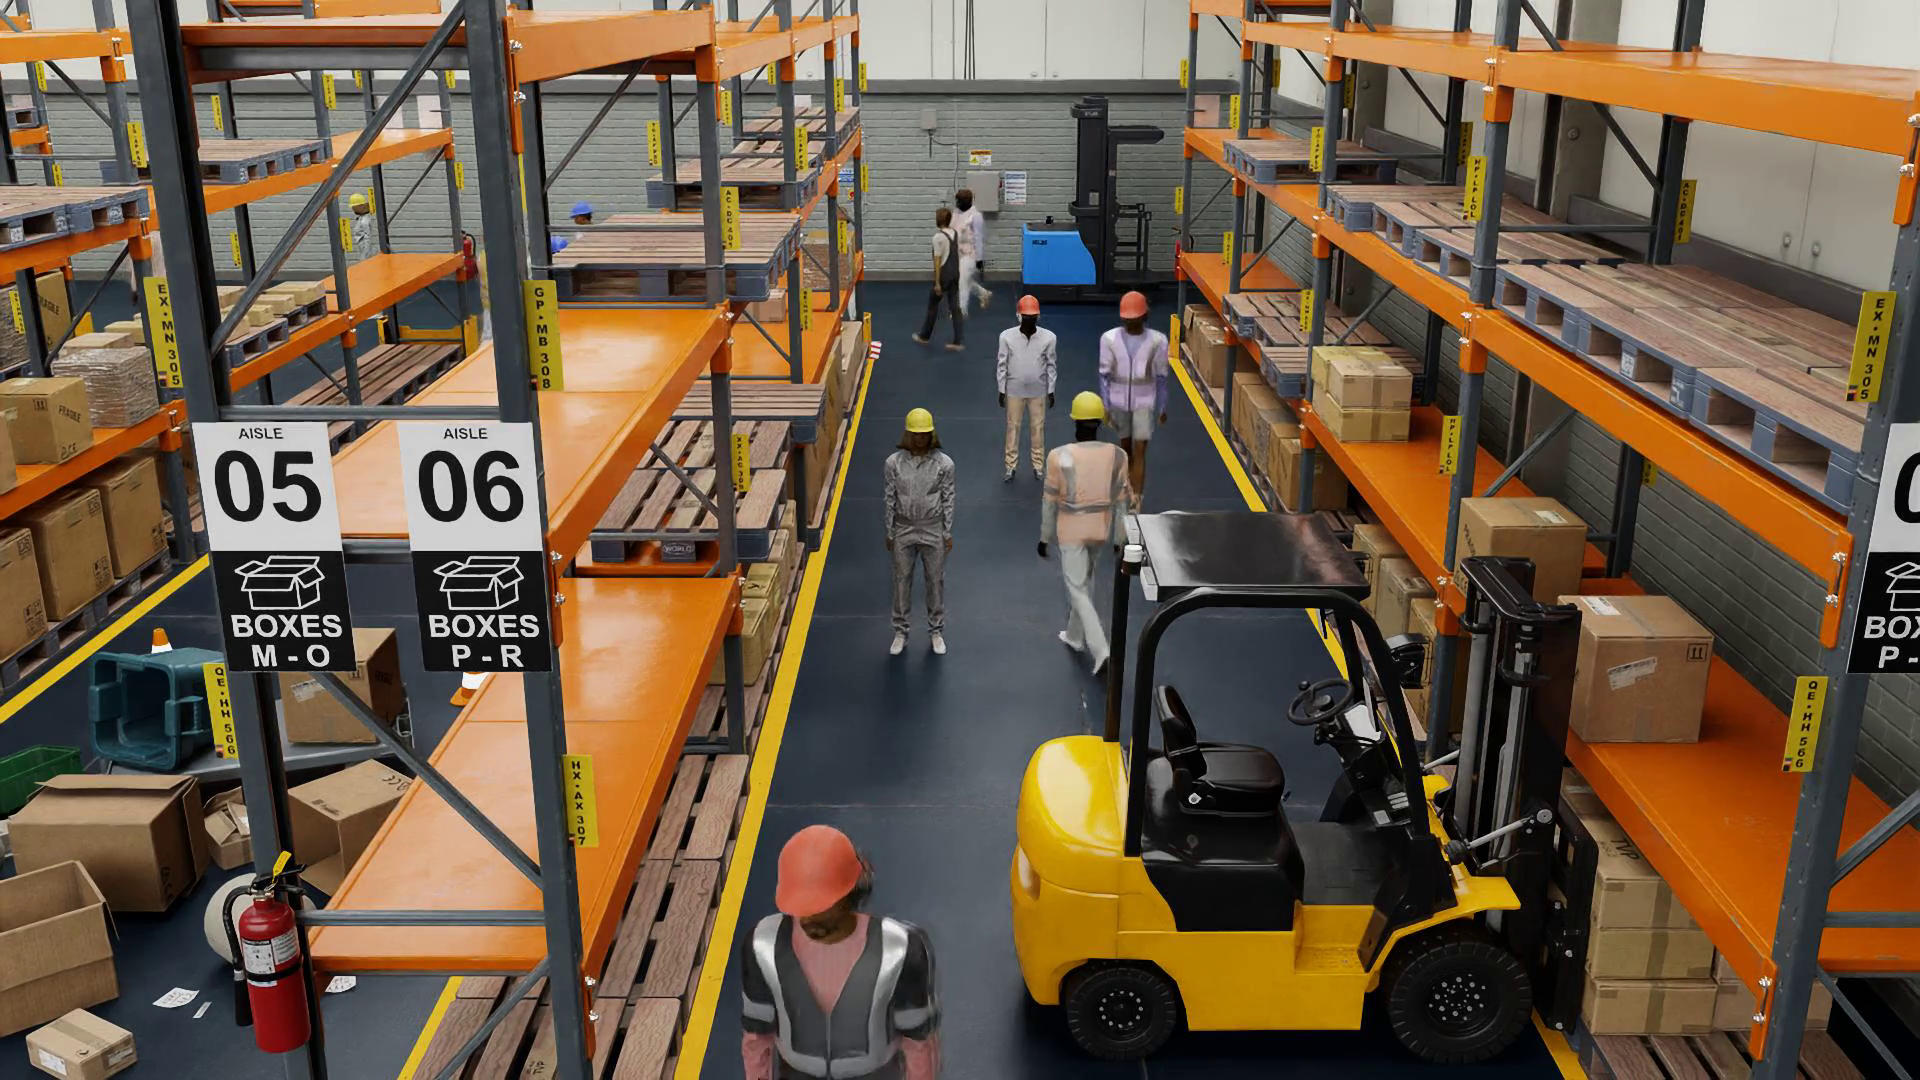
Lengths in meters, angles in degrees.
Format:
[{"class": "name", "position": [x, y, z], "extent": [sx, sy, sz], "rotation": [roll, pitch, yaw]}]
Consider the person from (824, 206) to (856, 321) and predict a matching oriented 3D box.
[{"class": "person", "position": [-1.613, -3.754, 22.812], "extent": [0.500, 1.629, 0.288], "rotation": [0, 18, 1]}]

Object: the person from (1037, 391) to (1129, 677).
[{"class": "person", "position": [0.866, -0.049, 11.196], "extent": [0.587, 1.897, 0.898], "rotation": [-8, 20, -22]}]

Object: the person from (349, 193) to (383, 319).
[{"class": "person", "position": [-8.330, -3.978, 23.306], "extent": [0.302, 1.742, 0.486], "rotation": [-8, 20, -22]}]

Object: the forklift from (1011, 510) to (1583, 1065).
[{"class": "forklift", "position": [1.387, 1.055, 7.378], "extent": [2.313, 2.155, 1.214], "rotation": [0, 18, 0]}]

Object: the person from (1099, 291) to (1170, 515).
[{"class": "person", "position": [1.518, -1.208, 14.572], "extent": [0.597, 1.983, 1.100], "rotation": [5, 19, 14]}]

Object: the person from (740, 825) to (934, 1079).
[{"class": "person", "position": [-0.379, 1.815, 5.381], "extent": [0.644, 2.023, 0.509], "rotation": [2, 18, 6]}]

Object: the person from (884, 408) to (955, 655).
[{"class": "person", "position": [-0.280, -0.054, 11.435], "extent": [0.487, 1.746, 0.285], "rotation": [0, 18, 0]}]

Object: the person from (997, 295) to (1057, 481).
[{"class": "person", "position": [0.622, -1.415, 15.528], "extent": [0.565, 1.755, 0.319], "rotation": [0, 18, 0]}]

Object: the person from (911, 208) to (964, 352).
[{"class": "person", "position": [-0.255, -3.339, 21.267], "extent": [0.920, 1.800, 0.523], "rotation": [16, 24, 40]}]

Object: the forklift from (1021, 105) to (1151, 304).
[{"class": "forklift", "position": [1.857, -4.944, 24.441], "extent": [1.873, 2.768, 1.129], "rotation": [0, 18, 0]}]

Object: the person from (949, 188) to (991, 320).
[{"class": "person", "position": [0.158, -4.013, 23.281], "extent": [0.672, 1.821, 0.629], "rotation": [-10, 21, -27]}]
